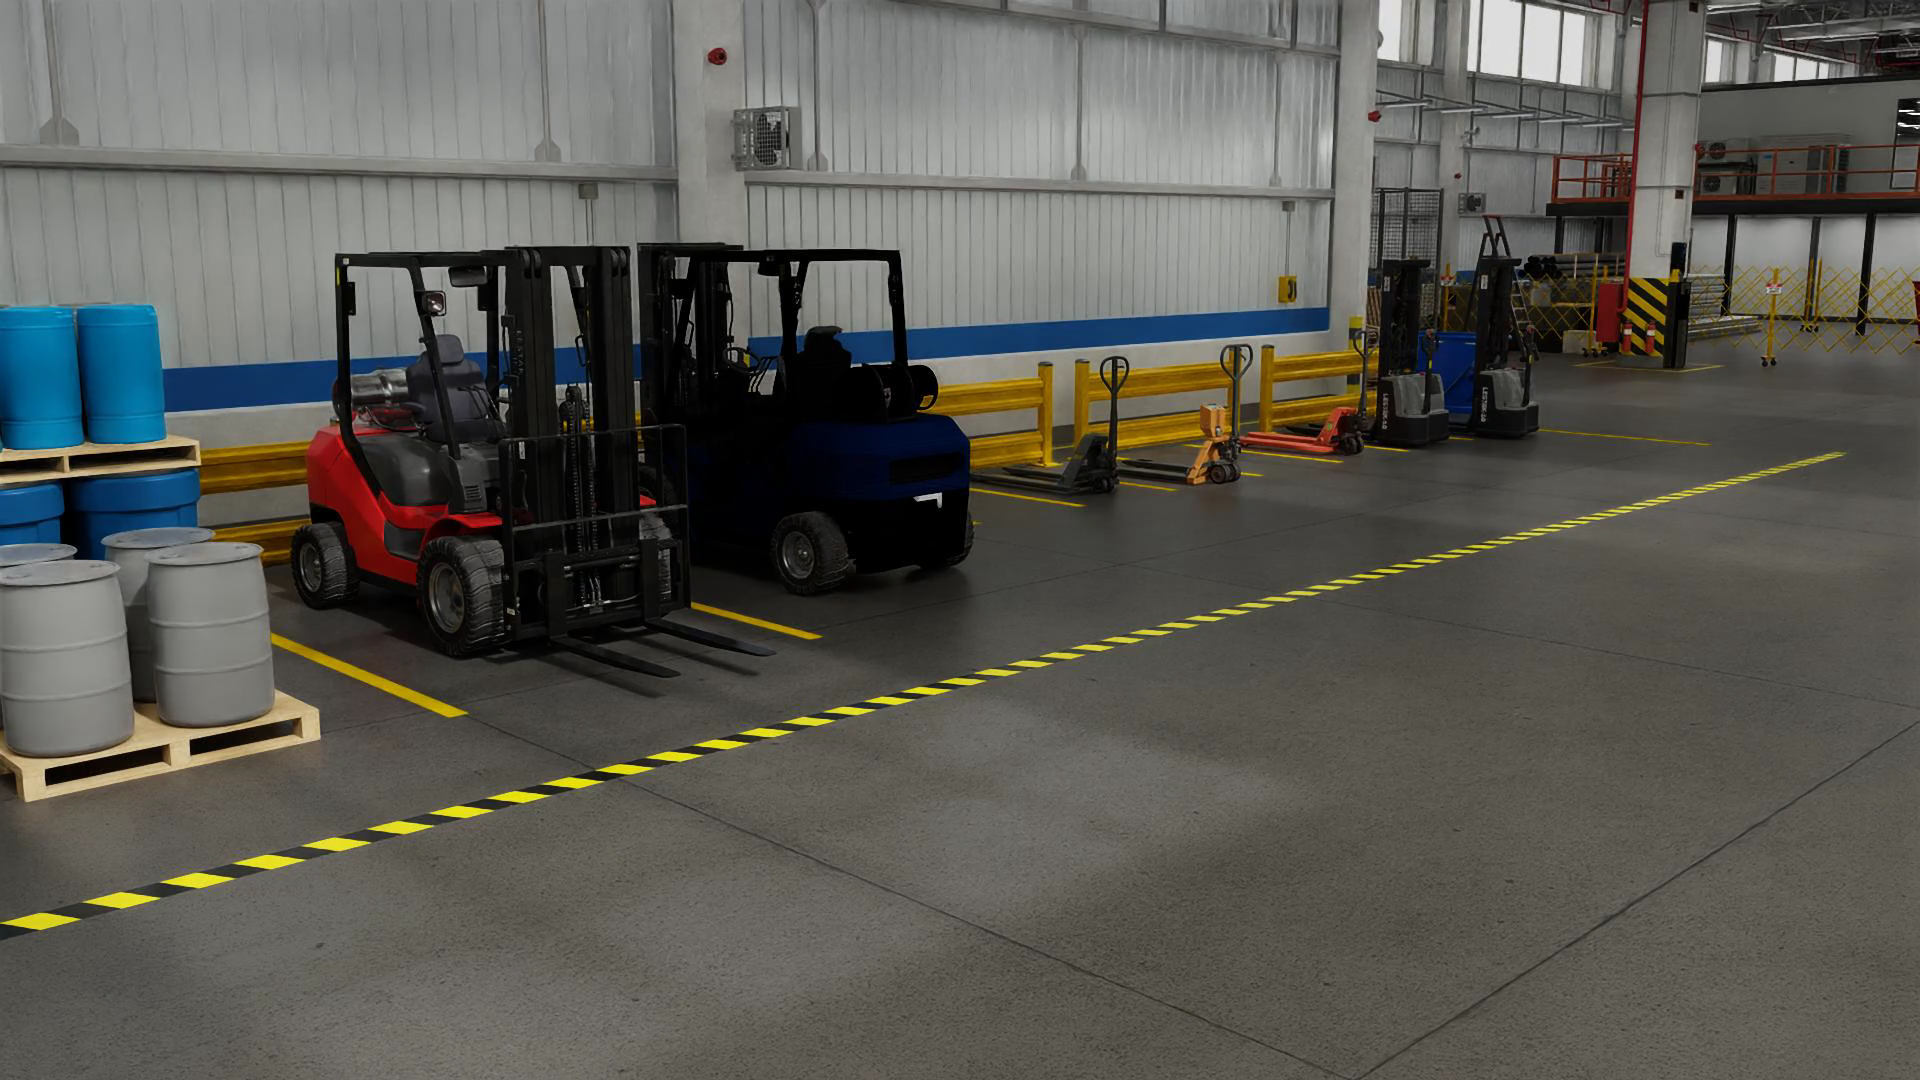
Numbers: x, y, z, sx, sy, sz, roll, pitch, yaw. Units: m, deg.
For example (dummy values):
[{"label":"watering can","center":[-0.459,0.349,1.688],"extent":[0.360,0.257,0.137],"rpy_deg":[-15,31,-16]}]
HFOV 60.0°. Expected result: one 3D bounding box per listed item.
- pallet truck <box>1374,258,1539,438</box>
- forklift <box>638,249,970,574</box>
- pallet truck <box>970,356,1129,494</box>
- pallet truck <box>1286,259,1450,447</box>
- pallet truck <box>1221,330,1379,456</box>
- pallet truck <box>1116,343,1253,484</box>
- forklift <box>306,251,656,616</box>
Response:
[{"label":"pallet truck","center":[5.704,-2.208,18.901],"extent":[1.885,1.965,0.823],"rpy_deg":[10,14,43]},{"label":"forklift","center":[-1.173,-0.958,11.239],"extent":[2.680,1.987,1.157],"rpy_deg":[10,14,43]},{"label":"pallet truck","center":[0.784,-1.085,14.876],"extent":[0.680,1.201,1.601],"rpy_deg":[-10,14,-44]},{"label":"pallet truck","center":[4.493,-2.078,18.196],"extent":[0.823,1.965,1.885],"rpy_deg":[-9,14,-40]},{"label":"pallet truck","center":[3.563,-1.581,17.381],"extent":[0.653,1.274,1.630],"rpy_deg":[-10,14,-44]},{"label":"pallet truck","center":[1.962,-1.215,15.415],"extent":[1.522,1.261,0.704],"rpy_deg":[10,14,43]},{"label":"forklift","center":[-2.833,-0.669,9.694],"extent":[1.157,1.987,2.680],"rpy_deg":[-10,14,-44]}]
